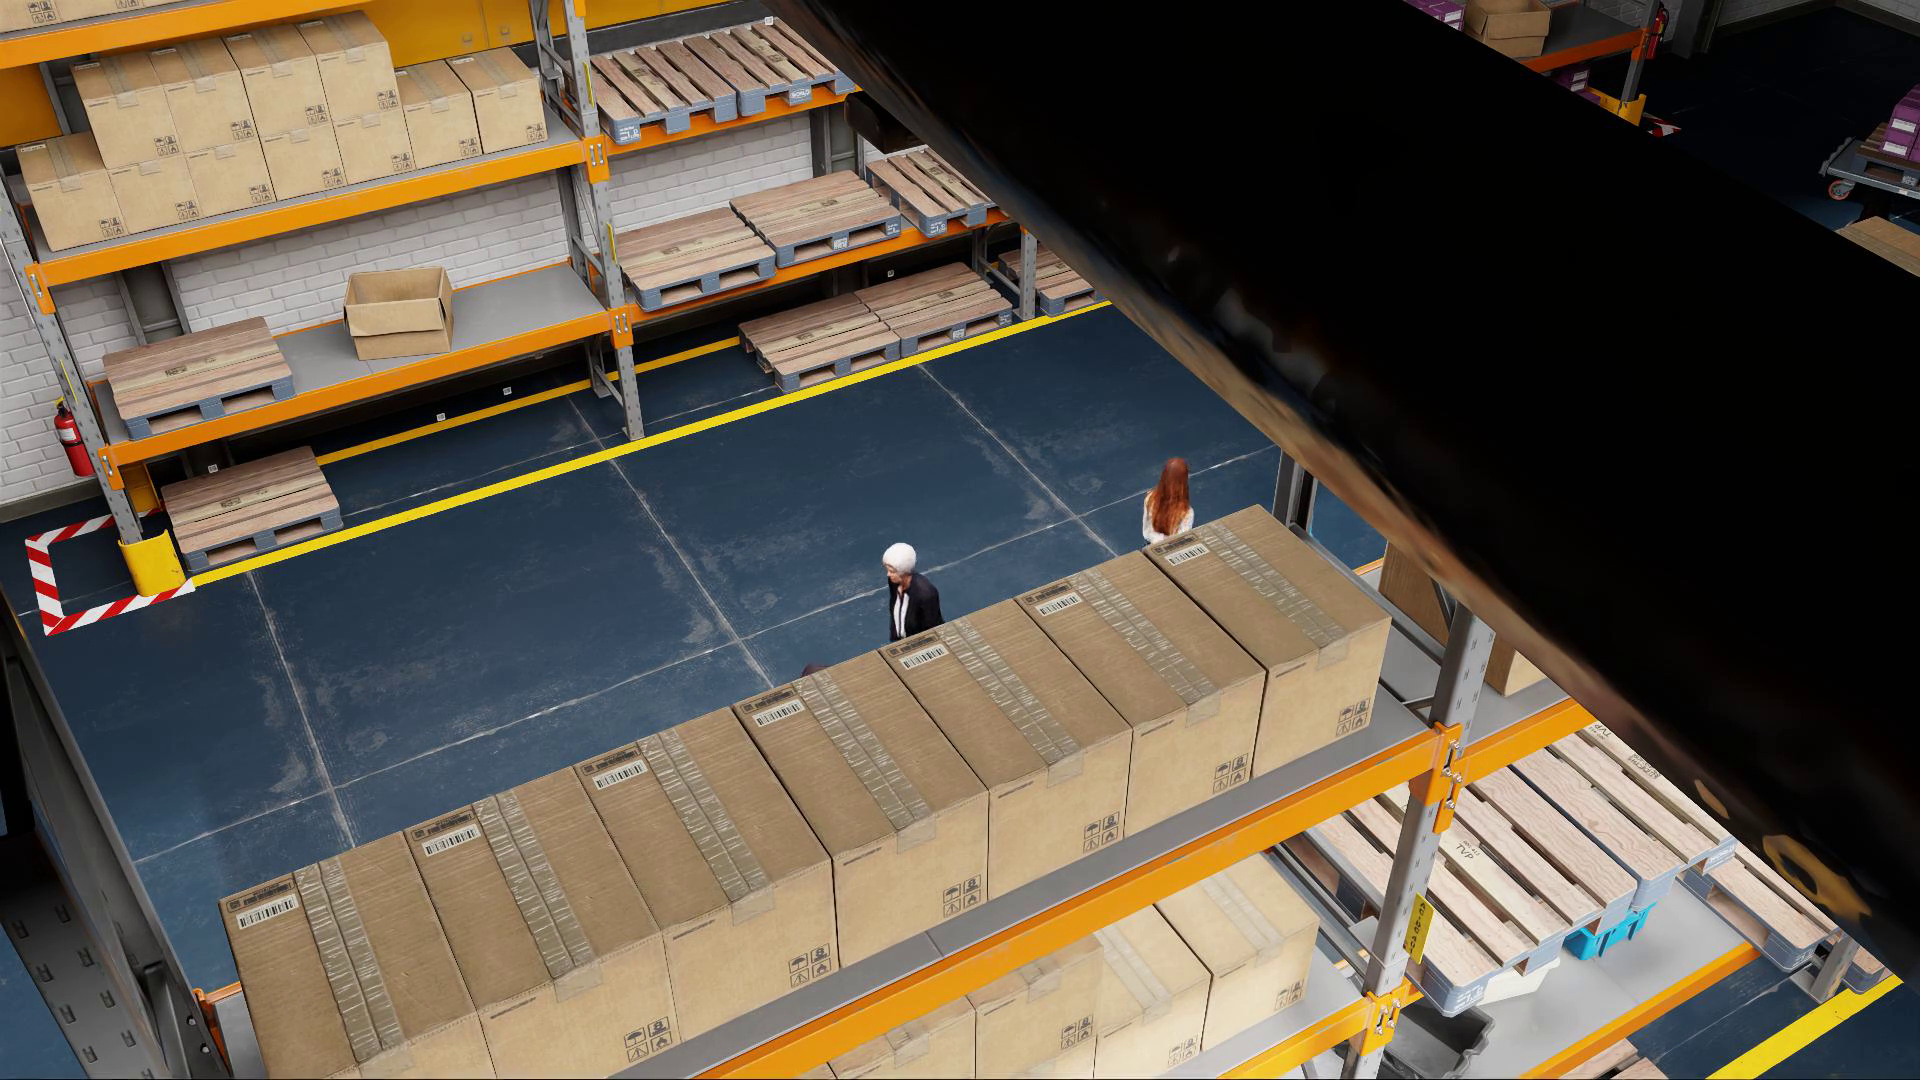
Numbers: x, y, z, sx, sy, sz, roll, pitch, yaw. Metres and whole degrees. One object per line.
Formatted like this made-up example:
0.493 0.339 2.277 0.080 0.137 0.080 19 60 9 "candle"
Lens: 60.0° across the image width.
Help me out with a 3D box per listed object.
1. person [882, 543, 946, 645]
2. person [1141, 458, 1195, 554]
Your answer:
-0.161 0.730 11.194 0.707 1.757 0.771 -24 45 -27 "person"
1.392 0.193 11.728 0.722 1.713 0.788 22 43 25 "person"
